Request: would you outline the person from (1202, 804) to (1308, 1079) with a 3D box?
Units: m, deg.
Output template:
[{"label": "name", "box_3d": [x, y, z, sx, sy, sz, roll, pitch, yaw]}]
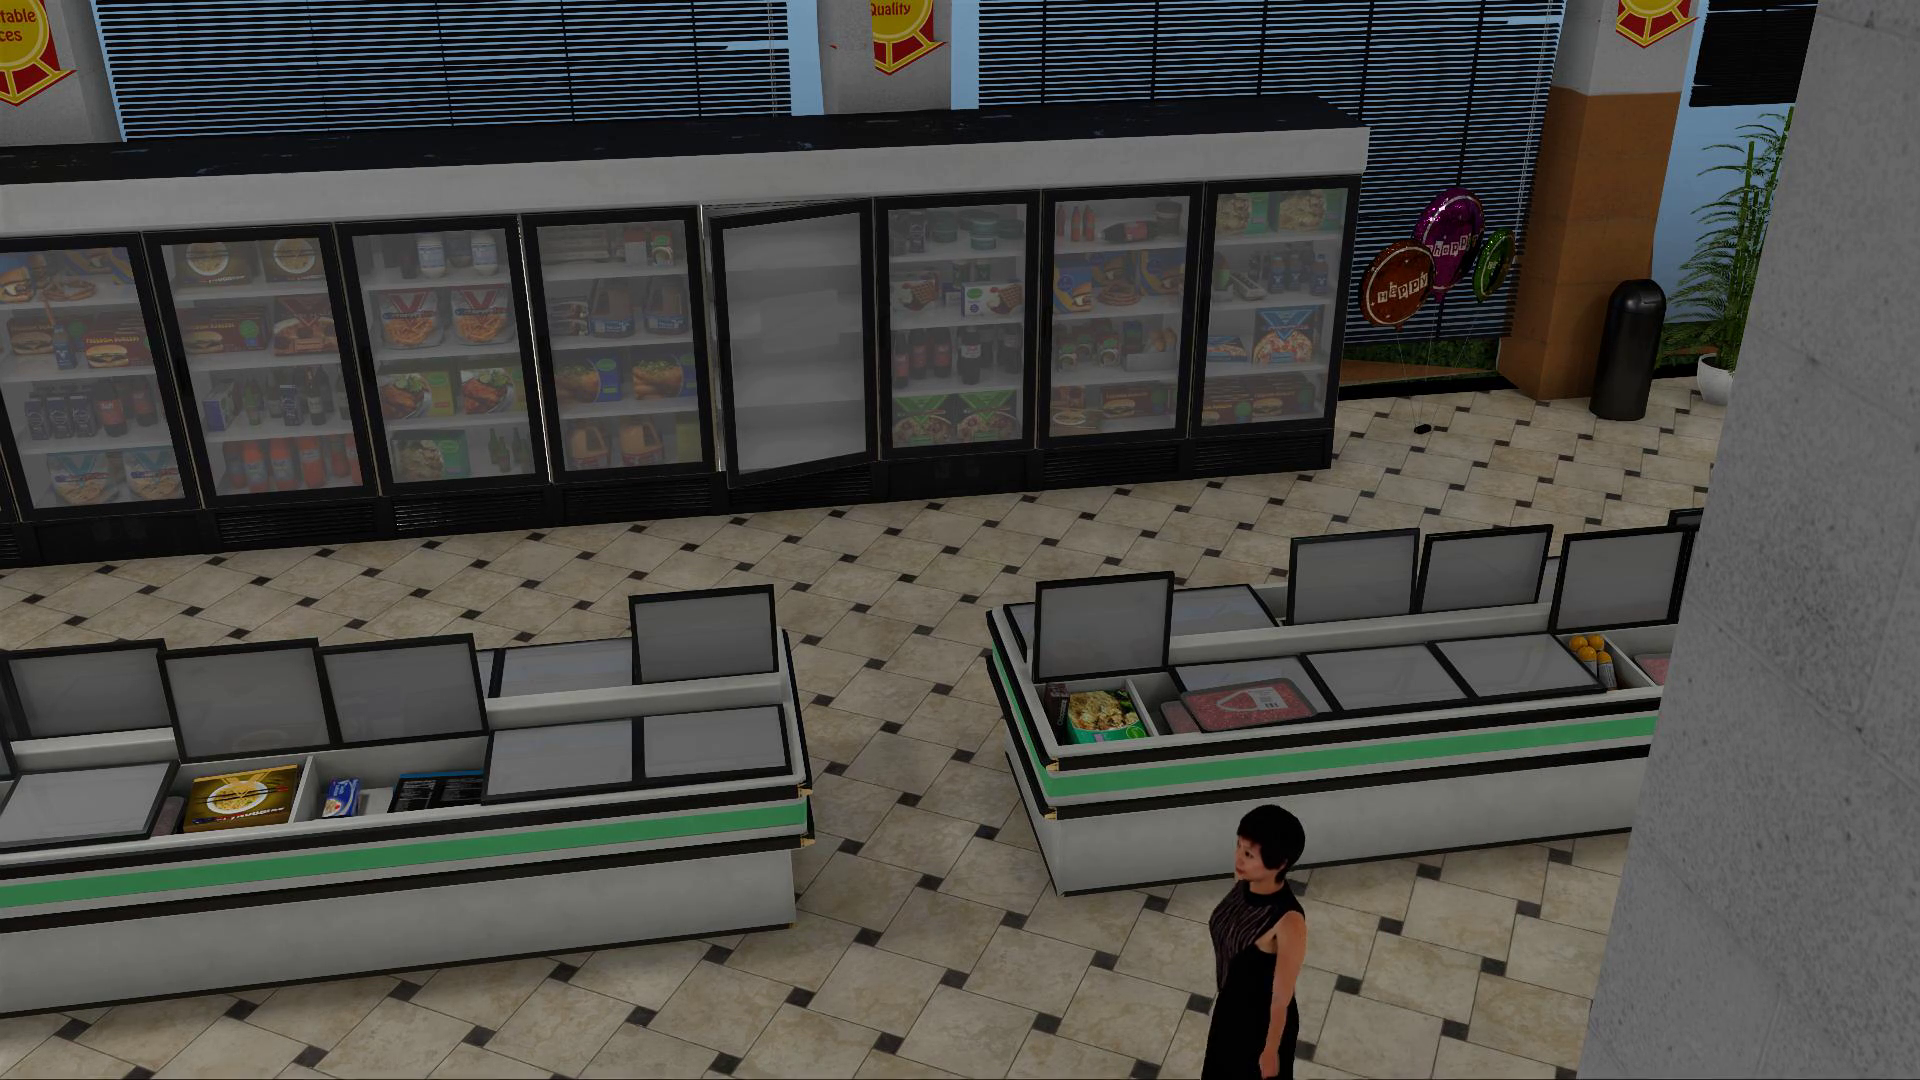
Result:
[{"label": "person", "box_3d": [1.046, 1.548, 5.453, 0.928, 1.588, 0.653, -8, 28, -16]}]
